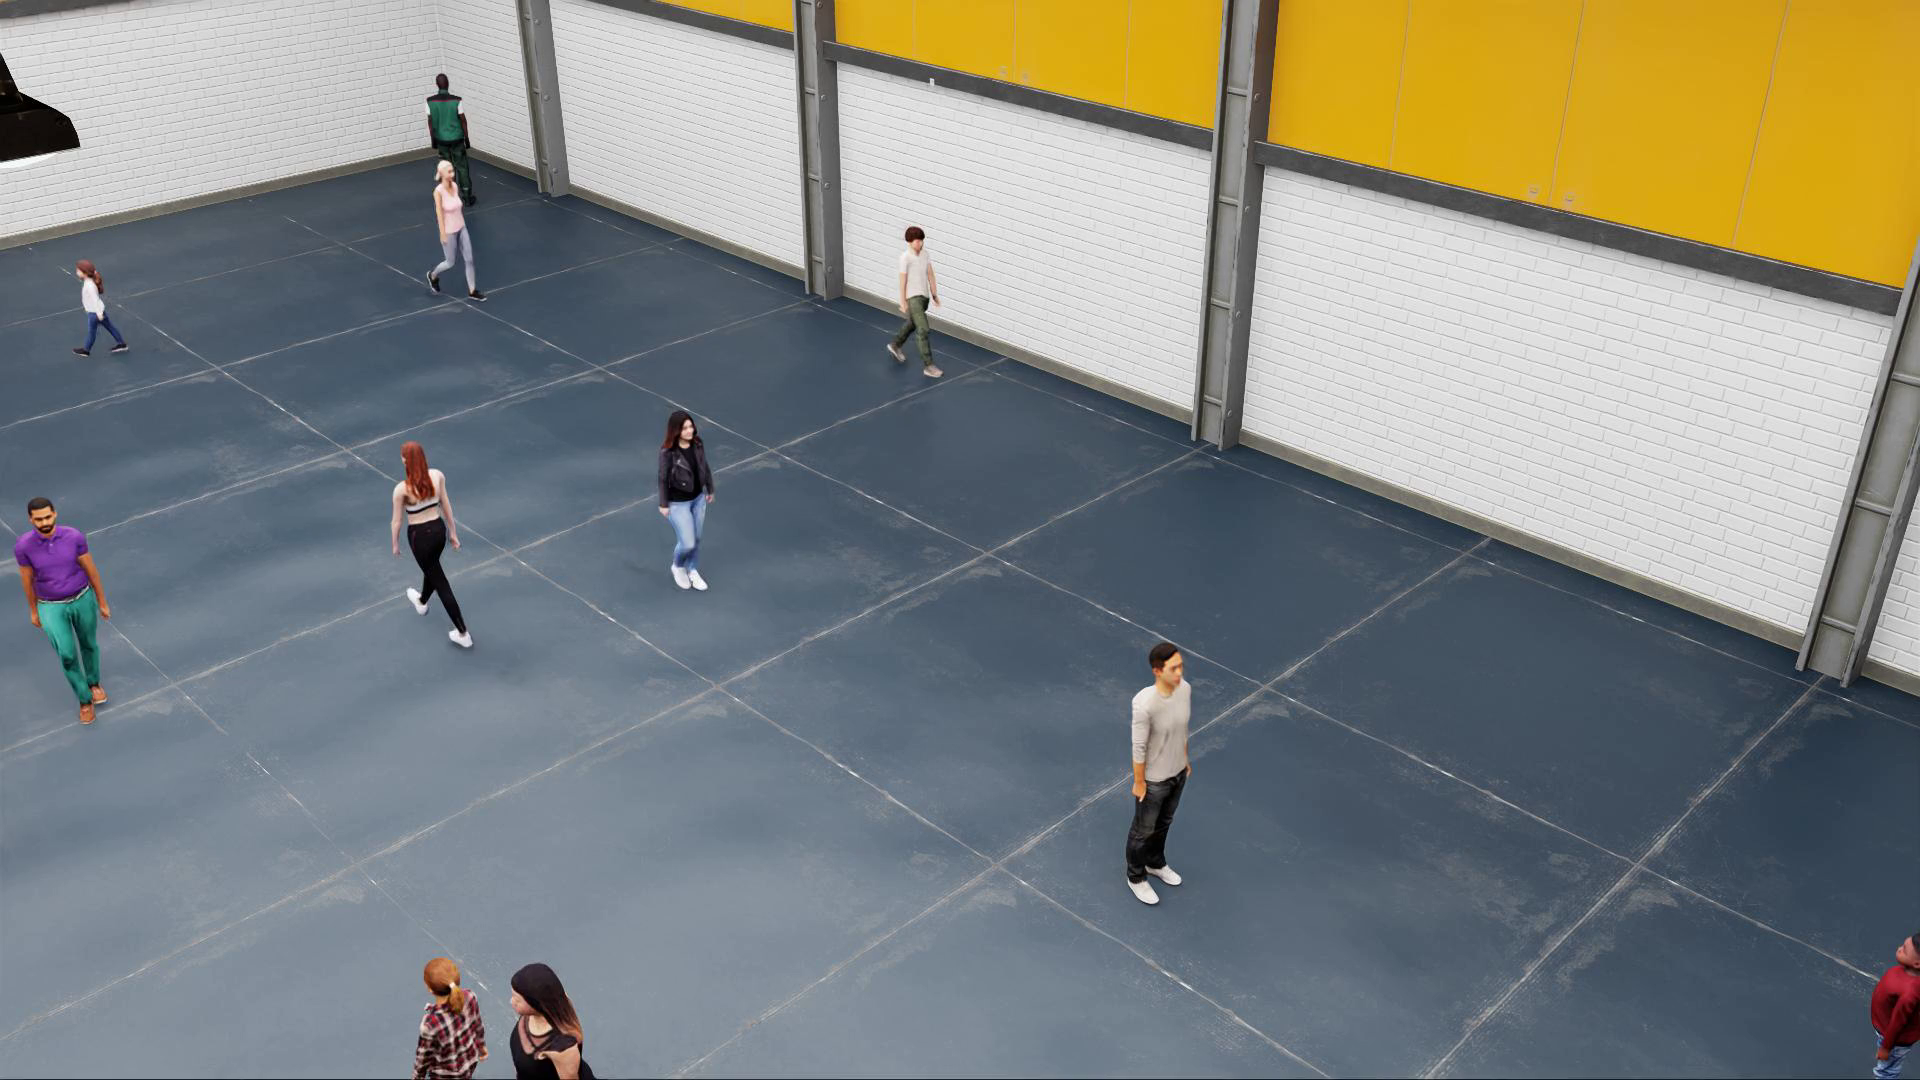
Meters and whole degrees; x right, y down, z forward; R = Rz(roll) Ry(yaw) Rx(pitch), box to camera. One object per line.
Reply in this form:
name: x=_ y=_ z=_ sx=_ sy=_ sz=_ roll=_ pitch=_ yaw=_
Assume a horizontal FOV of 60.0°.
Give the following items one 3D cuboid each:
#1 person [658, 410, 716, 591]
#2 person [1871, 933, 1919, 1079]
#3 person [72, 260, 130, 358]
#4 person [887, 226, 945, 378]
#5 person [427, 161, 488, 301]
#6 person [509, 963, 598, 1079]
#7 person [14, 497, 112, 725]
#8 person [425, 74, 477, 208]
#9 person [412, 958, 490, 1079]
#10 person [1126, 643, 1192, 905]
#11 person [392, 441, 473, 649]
person: x=-2.333 y=-0.334 z=13.855 sx=0.612 sy=1.624 sz=0.674 roll=22 pitch=36 yaw=35
person: x=5.009 y=2.599 z=8.865 sx=0.528 sy=1.253 sz=0.527 roll=18 pitch=34 yaw=30
person: x=-9.574 y=-2.583 z=18.545 sx=0.688 sy=1.082 sz=0.774 roll=-13 pitch=31 yaw=-22
person: x=-0.524 y=-2.624 z=18.055 sx=1.120 sy=1.622 sz=0.618 roll=23 pitch=36 yaw=35
person: x=-6.146 y=-3.706 z=19.955 sx=1.072 sy=1.702 sz=0.739 roll=14 pitch=32 yaw=25
person: x=-1.874 y=2.721 z=8.202 sx=1.000 sy=1.675 sz=1.094 roll=-9 pitch=30 yaw=-17
person: x=-6.617 y=0.440 z=12.300 sx=0.738 sy=1.755 sz=0.869 roll=-19 pitch=34 yaw=-30
person: x=-7.130 y=-5.588 z=23.265 sx=0.779 sy=1.838 sz=0.810 roll=-3 pitch=29 yaw=-6
person: x=-2.569 y=2.732 z=8.596 sx=0.953 sy=1.279 sz=0.703 roll=15 pitch=32 yaw=25
person: x=1.237 y=1.430 z=10.425 sx=0.640 sy=1.812 sz=0.531 roll=-25 pitch=37 yaw=-38
person: x=-4.108 y=0.075 z=13.029 sx=1.138 sy=1.698 sz=0.629 roll=24 pitch=37 yaw=37
